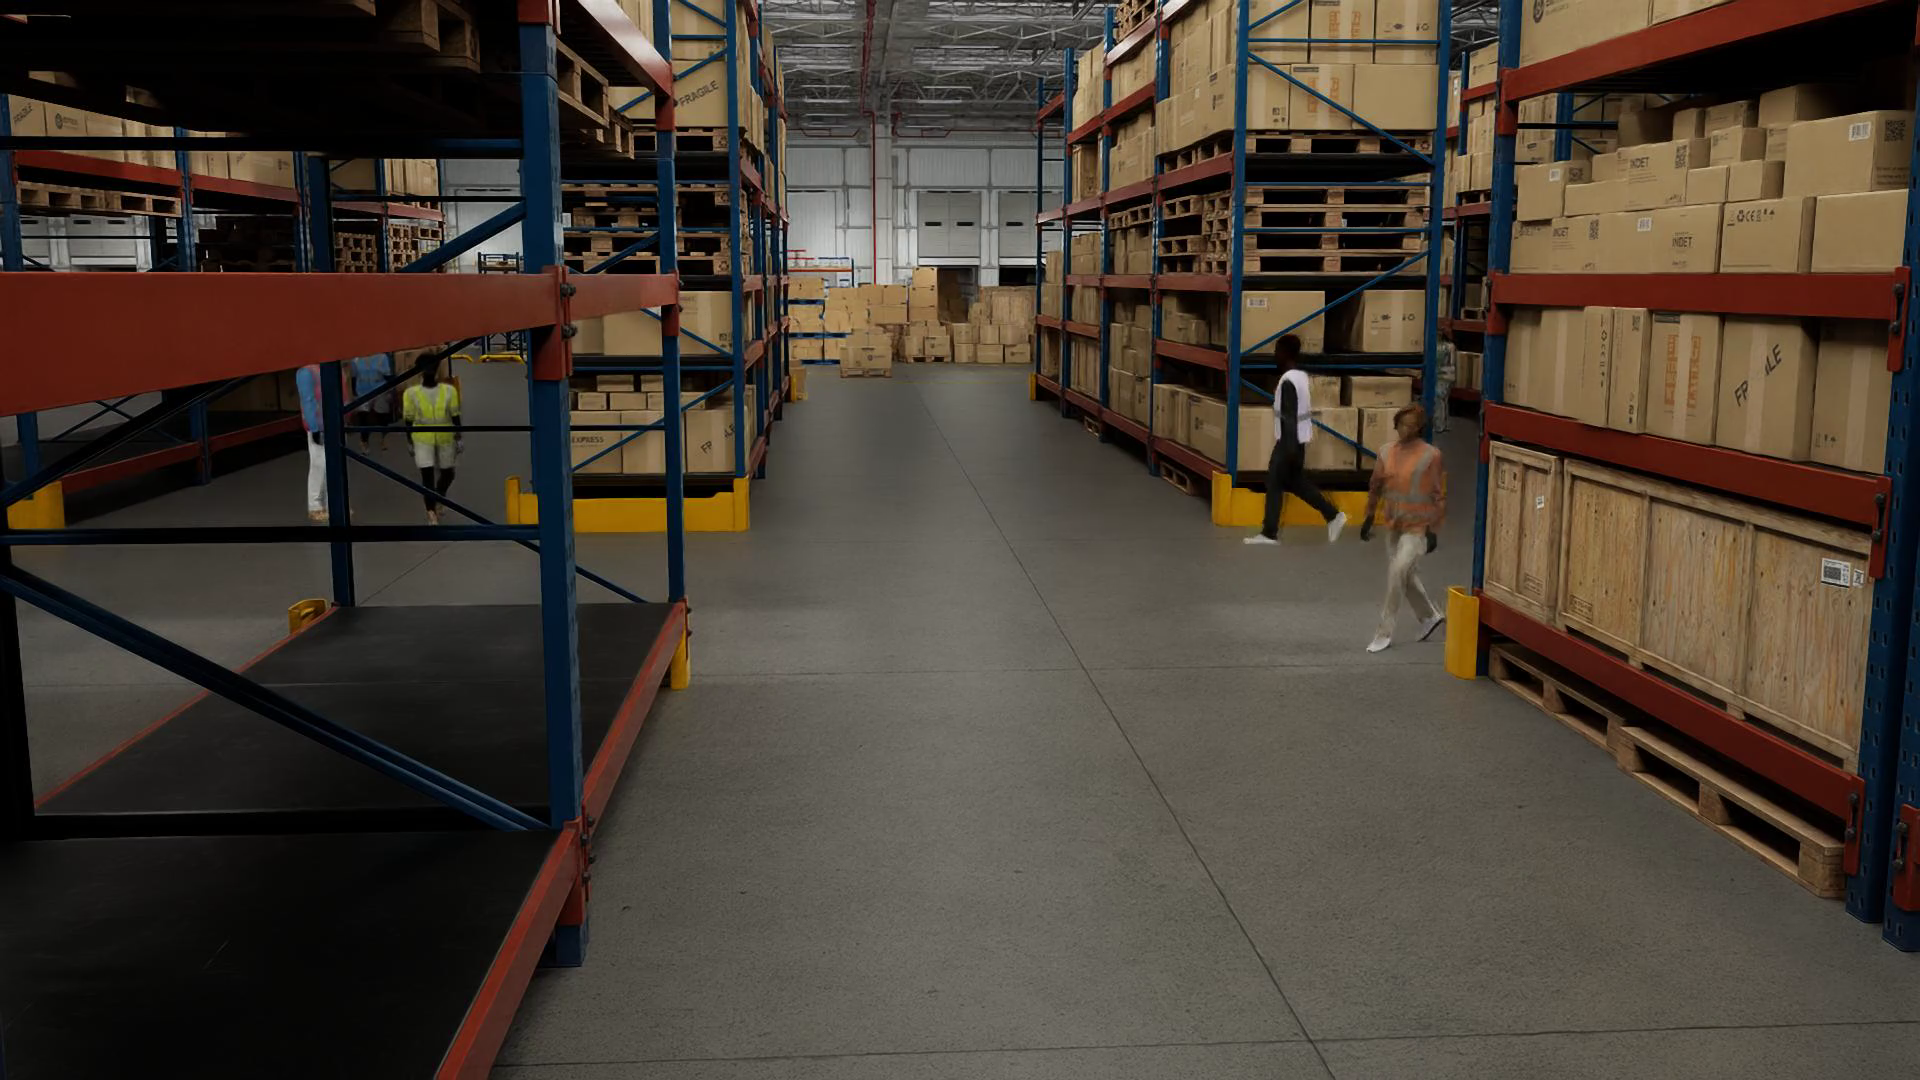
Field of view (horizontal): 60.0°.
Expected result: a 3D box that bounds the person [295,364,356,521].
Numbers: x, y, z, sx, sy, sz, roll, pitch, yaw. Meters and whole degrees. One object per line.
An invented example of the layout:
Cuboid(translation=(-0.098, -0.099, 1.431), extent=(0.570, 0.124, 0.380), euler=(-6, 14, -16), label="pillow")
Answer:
Cuboid(translation=(-6.215, -1.103, 16.349), extent=(0.429, 1.830, 0.633), euler=(3, 10, 18), label="person")

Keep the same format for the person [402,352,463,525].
Cuboid(translation=(-5.047, -0.962, 15.894), extent=(0.541, 1.684, 0.509), euler=(-5, 10, -27), label="person")

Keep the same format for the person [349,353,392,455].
Cuboid(translation=(-7.931, -1.992, 22.415), extent=(0.544, 1.684, 0.625), euler=(-2, 9, -13), label="person")

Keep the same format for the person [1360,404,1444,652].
Cuboid(translation=(2.920, -0.086, 10.698), extent=(0.669, 1.598, 0.600), euler=(-7, 11, -36), label="person")

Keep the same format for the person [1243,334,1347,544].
Cuboid(translation=(2.996, -0.879, 14.760), extent=(0.827, 1.897, 0.597), euler=(3, 10, 20), label="person")

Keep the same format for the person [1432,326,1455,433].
Cuboid(translation=(7.389, -2.446, 25.401), extent=(0.334, 1.629, 0.536), euler=(5, 10, 30), label="person")

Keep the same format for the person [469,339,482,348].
Cuboid(translation=(-15.964, -7.275, 54.823), extent=(0.391, 1.920, 0.593), euler=(-8, 12, -41), label="person")
